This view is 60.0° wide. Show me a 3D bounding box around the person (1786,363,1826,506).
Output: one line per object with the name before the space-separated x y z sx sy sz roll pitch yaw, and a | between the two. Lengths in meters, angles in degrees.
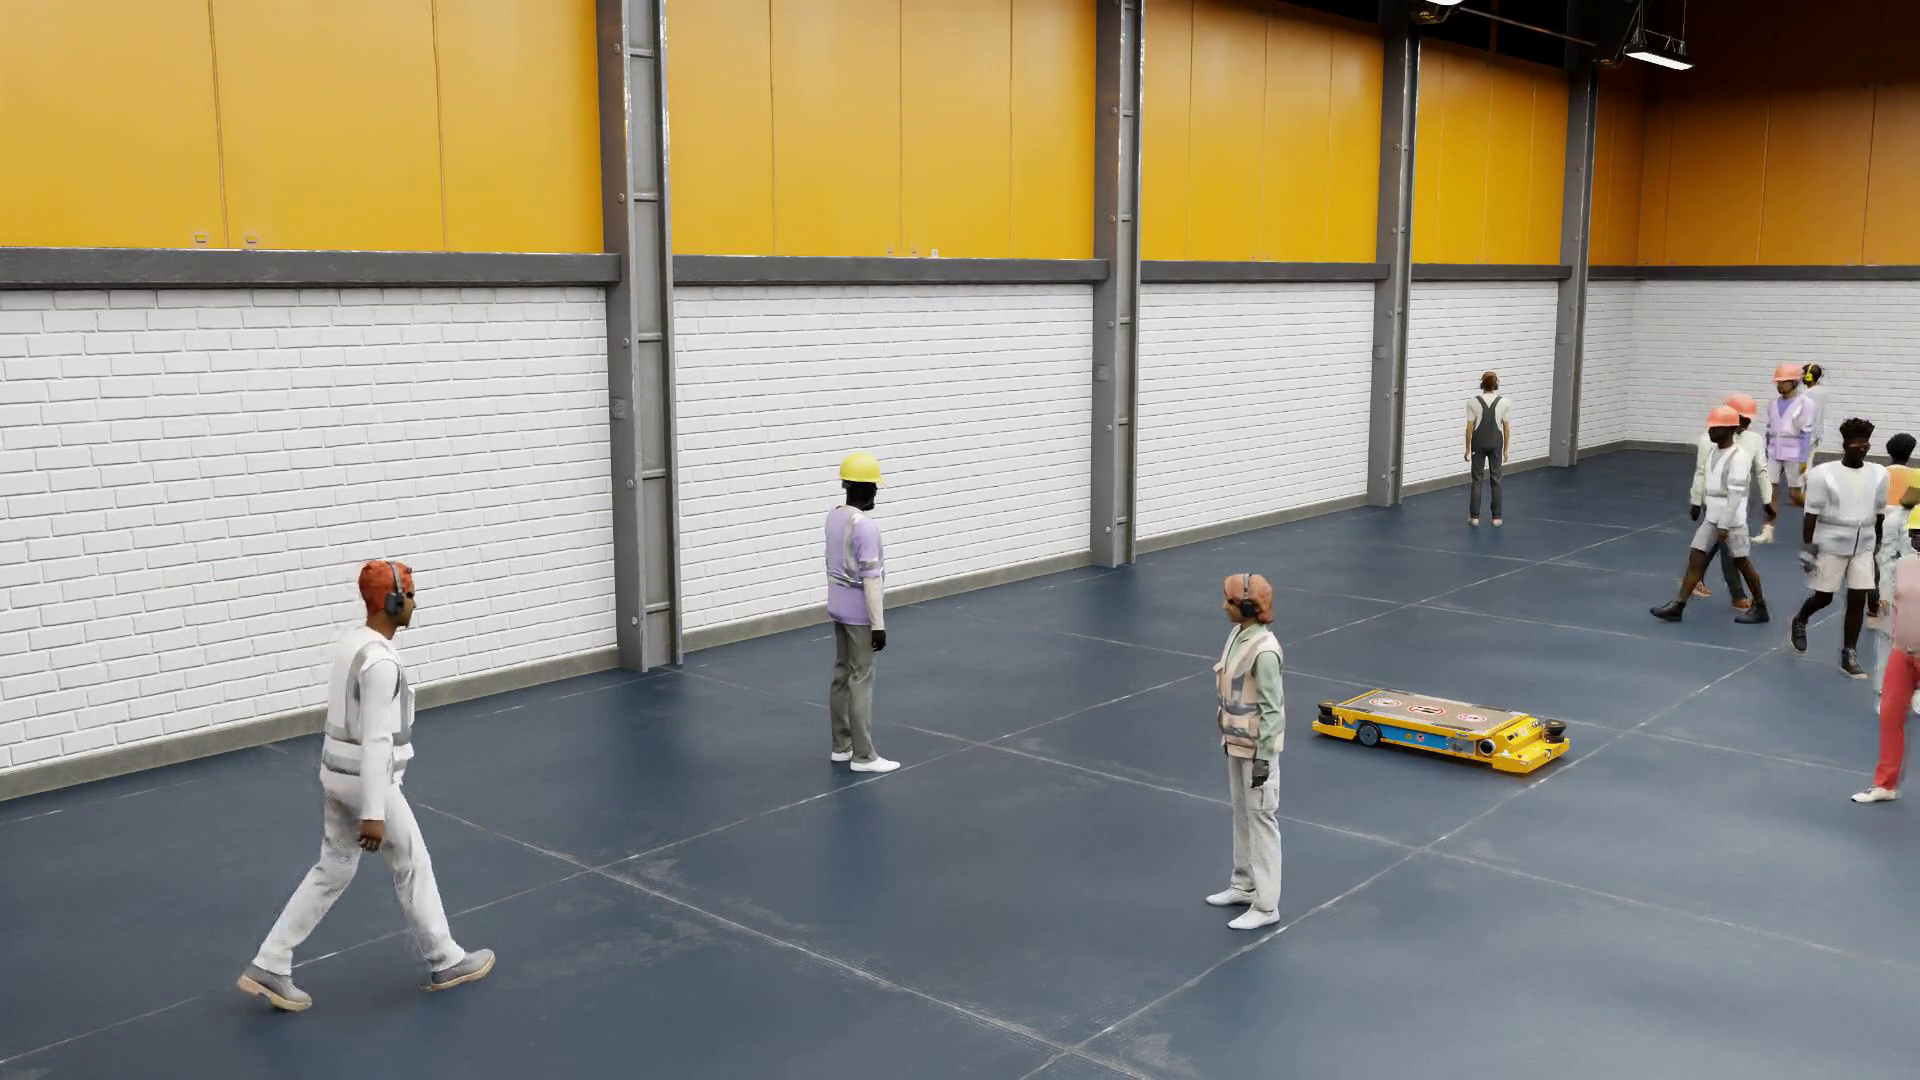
person | 10.888 -1.318 21.220 0.508 1.858 0.503 -7 11 -37

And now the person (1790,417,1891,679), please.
person | 6.607 0.027 12.520 0.613 1.945 0.757 0 9 1

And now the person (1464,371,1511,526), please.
person | 6.258 -1.083 19.772 0.506 1.846 0.350 2 9 14

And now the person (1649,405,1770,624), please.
person | 6.484 -0.205 14.162 1.032 1.882 0.560 -1 9 -6

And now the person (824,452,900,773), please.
person | -0.609 0.433 9.994 0.364 1.928 0.587 -5 10 -29

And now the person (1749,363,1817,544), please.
person | 9.218 -0.954 18.452 0.842 2.019 0.623 -4 10 -26

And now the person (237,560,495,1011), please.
person | -2.456 1.006 6.749 0.983 1.831 0.630 -6 11 -34

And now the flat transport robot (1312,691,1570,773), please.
flat transport robot | 3.022 1.178 10.503 1.431 0.197 0.652 8 12 40

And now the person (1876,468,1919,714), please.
person | 6.346 0.362 11.079 0.499 1.733 0.389 0 9 -1

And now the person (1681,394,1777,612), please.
person | 6.921 -0.365 15.050 0.620 1.936 1.063 -2 9 -15

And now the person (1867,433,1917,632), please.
person | 7.716 -0.048 13.773 0.557 1.677 0.401 7 11 37

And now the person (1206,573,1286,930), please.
person | 1.326 0.958 7.609 0.313 1.636 0.517 -1 9 -7

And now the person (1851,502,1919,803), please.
person | 5.464 0.634 9.320 0.750 1.740 0.532 -2 9 -15
